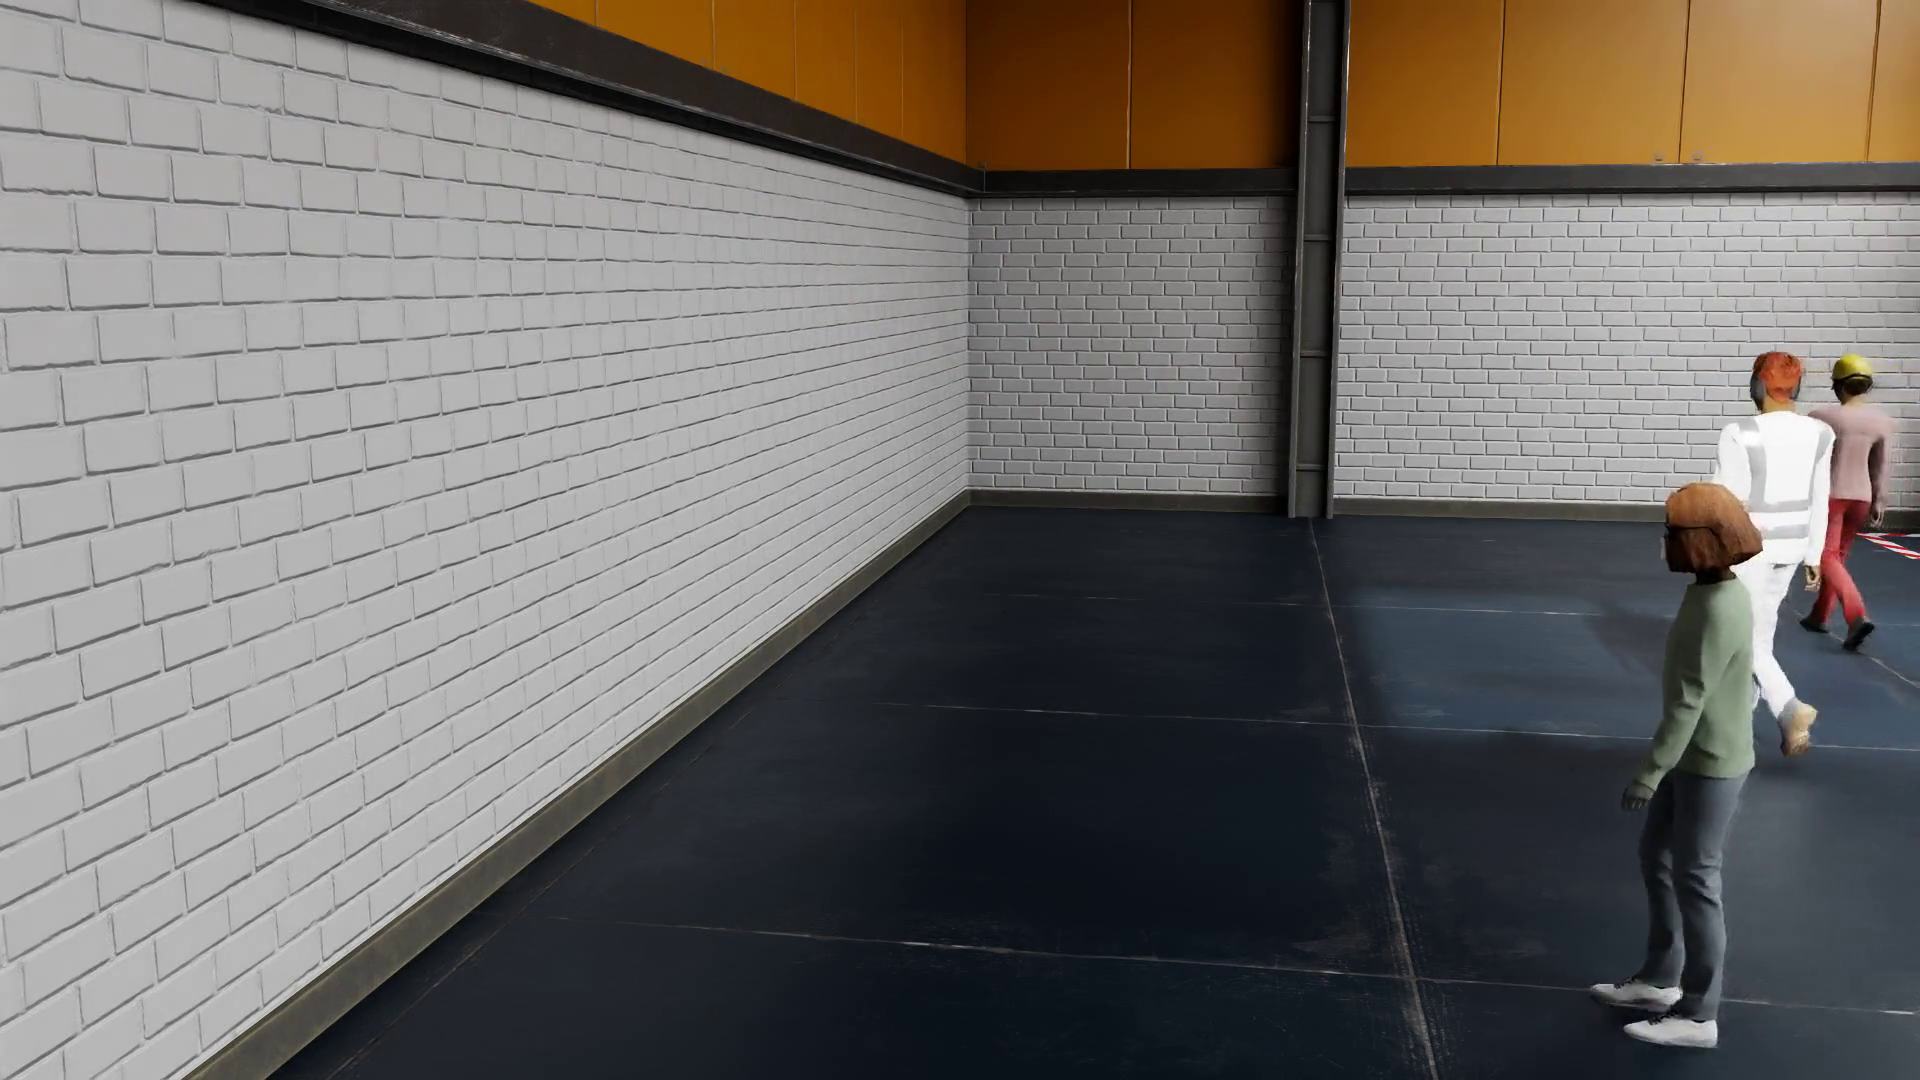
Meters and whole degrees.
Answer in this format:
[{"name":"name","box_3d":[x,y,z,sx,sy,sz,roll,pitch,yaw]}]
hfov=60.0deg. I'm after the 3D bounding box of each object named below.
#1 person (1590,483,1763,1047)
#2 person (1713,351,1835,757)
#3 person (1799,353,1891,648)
[{"name":"person","box_3d":[2.062,0.648,4.745,0.356,1.628,0.514,3,10,17]},{"name":"person","box_3d":[3.741,0.065,7.652,0.583,1.861,0.790,-2,9,-10]},{"name":"person","box_3d":[5.289,-0.243,9.926,0.522,1.736,0.825,-1,9,-6]}]
